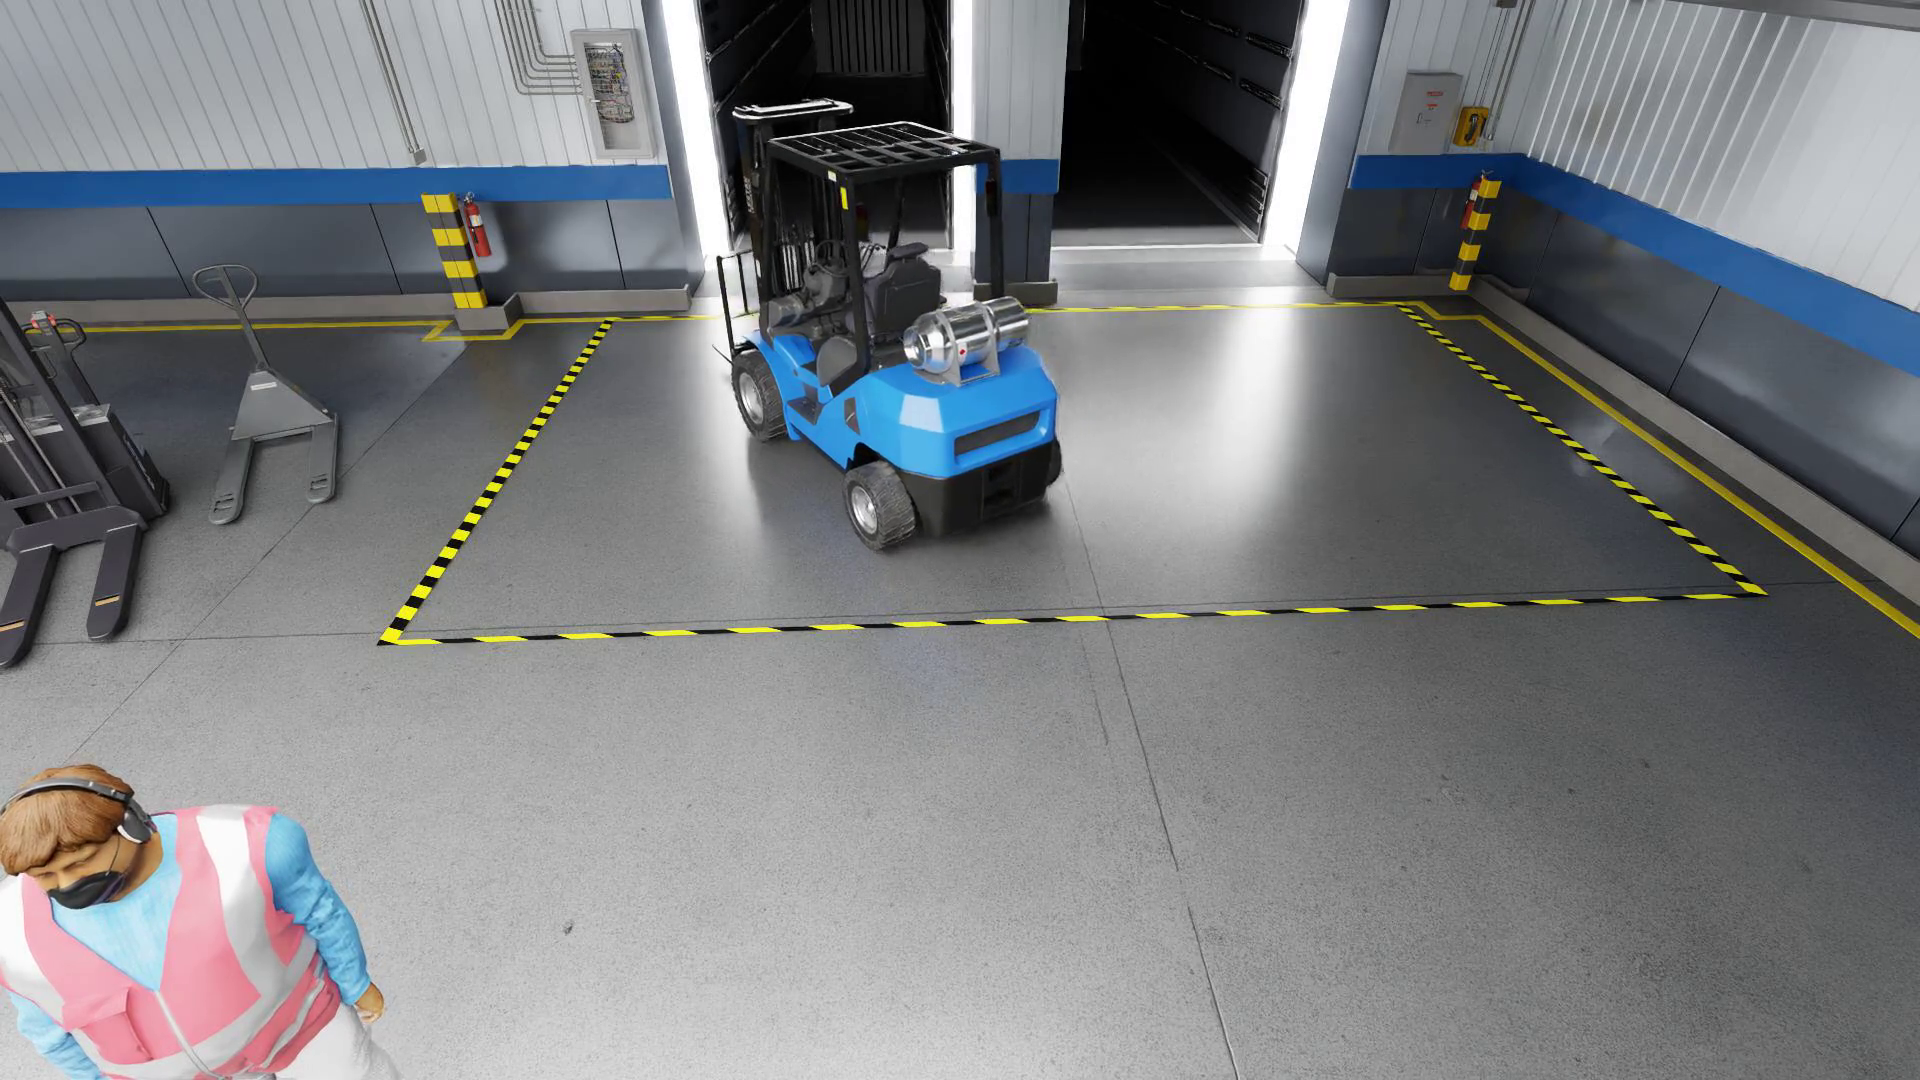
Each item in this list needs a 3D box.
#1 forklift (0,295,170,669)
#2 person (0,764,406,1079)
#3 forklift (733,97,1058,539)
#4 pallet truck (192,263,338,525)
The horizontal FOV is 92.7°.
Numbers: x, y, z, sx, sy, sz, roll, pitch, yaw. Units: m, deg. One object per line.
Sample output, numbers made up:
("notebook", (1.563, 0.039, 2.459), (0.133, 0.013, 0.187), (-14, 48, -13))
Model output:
("forklift", (-5.212, -0.618, 4.878), (0.823, 1.965, 1.885), (-20, 39, -26))
("person", (-1.827, 1.249, 2.330), (0.619, 1.845, 0.430), (-20, 40, -26))
("forklift", (-0.522, -1.535, 5.883), (1.157, 2.036, 2.680), (-22, 40, -28))
("pallet truck", (-4.778, -1.027, 6.128), (0.680, 1.201, 1.601), (-17, 38, -23))
